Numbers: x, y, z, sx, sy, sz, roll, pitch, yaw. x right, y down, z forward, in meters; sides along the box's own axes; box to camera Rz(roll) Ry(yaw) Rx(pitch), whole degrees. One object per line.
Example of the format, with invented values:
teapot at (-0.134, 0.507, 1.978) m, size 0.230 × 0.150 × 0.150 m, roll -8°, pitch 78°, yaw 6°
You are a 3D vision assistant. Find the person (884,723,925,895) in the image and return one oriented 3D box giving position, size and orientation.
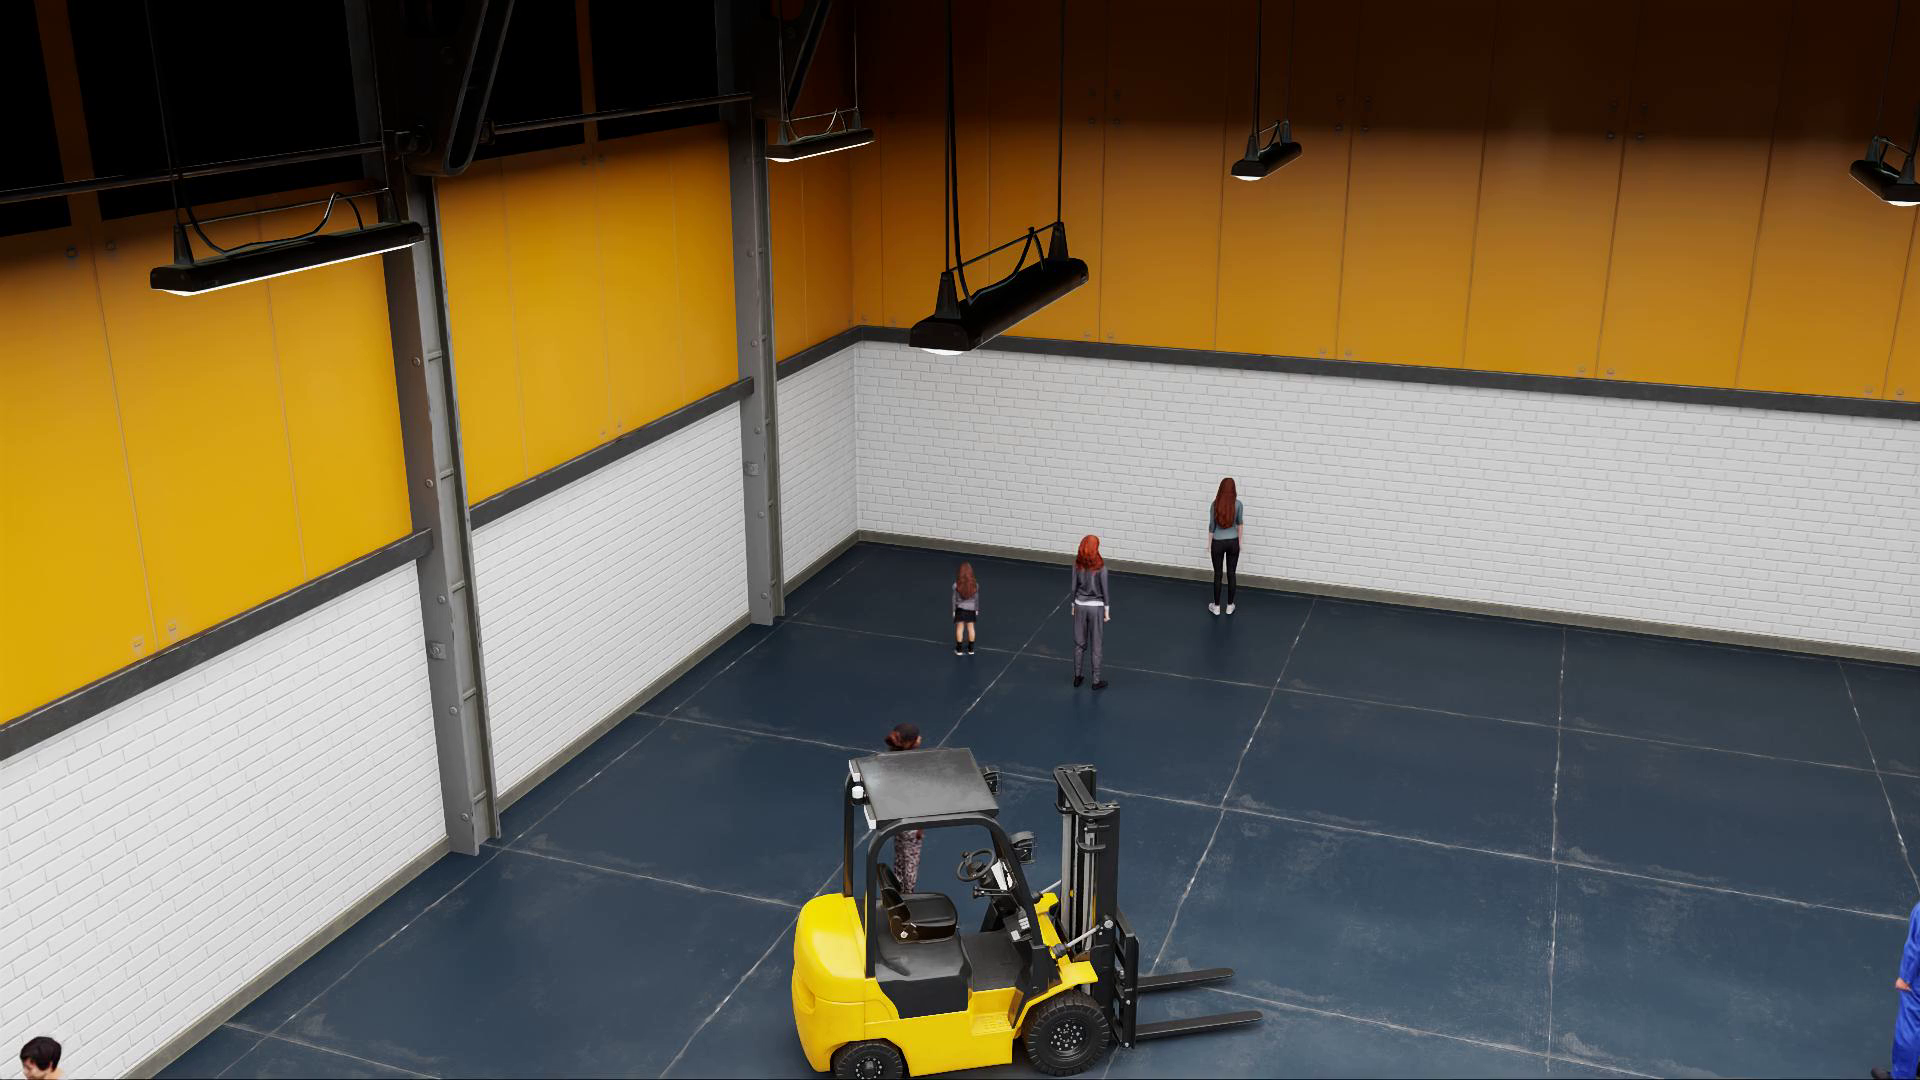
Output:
person at (-0.438, 2.309, 13.874) m, size 0.734 × 1.714 × 0.669 m, roll -7°, pitch 20°, yaw -21°

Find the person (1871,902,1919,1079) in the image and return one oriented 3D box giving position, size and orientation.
person at (6.790, 3.014, 11.606) m, size 0.781 × 1.825 × 0.825 m, roll -7°, pitch 20°, yaw -21°

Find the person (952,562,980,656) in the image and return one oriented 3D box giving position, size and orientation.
person at (0.064, 0.788, 19.341) m, size 0.531 × 1.106 × 0.562 m, roll -4°, pitch 19°, yaw -11°

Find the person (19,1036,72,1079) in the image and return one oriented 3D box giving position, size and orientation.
person at (-5.413, 3.661, 10.134) m, size 0.662 × 1.537 × 0.682 m, roll 17°, pitch 25°, yaw 41°

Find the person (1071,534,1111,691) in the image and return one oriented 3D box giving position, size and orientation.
person at (1.424, 0.783, 18.301) m, size 0.609 × 1.780 × 0.529 m, roll 9°, pitch 21°, yaw 26°

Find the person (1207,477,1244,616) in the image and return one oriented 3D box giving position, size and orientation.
person at (3.265, 0.068, 20.480) m, size 0.658 × 1.743 × 0.652 m, roll 0°, pitch 19°, yaw 0°
